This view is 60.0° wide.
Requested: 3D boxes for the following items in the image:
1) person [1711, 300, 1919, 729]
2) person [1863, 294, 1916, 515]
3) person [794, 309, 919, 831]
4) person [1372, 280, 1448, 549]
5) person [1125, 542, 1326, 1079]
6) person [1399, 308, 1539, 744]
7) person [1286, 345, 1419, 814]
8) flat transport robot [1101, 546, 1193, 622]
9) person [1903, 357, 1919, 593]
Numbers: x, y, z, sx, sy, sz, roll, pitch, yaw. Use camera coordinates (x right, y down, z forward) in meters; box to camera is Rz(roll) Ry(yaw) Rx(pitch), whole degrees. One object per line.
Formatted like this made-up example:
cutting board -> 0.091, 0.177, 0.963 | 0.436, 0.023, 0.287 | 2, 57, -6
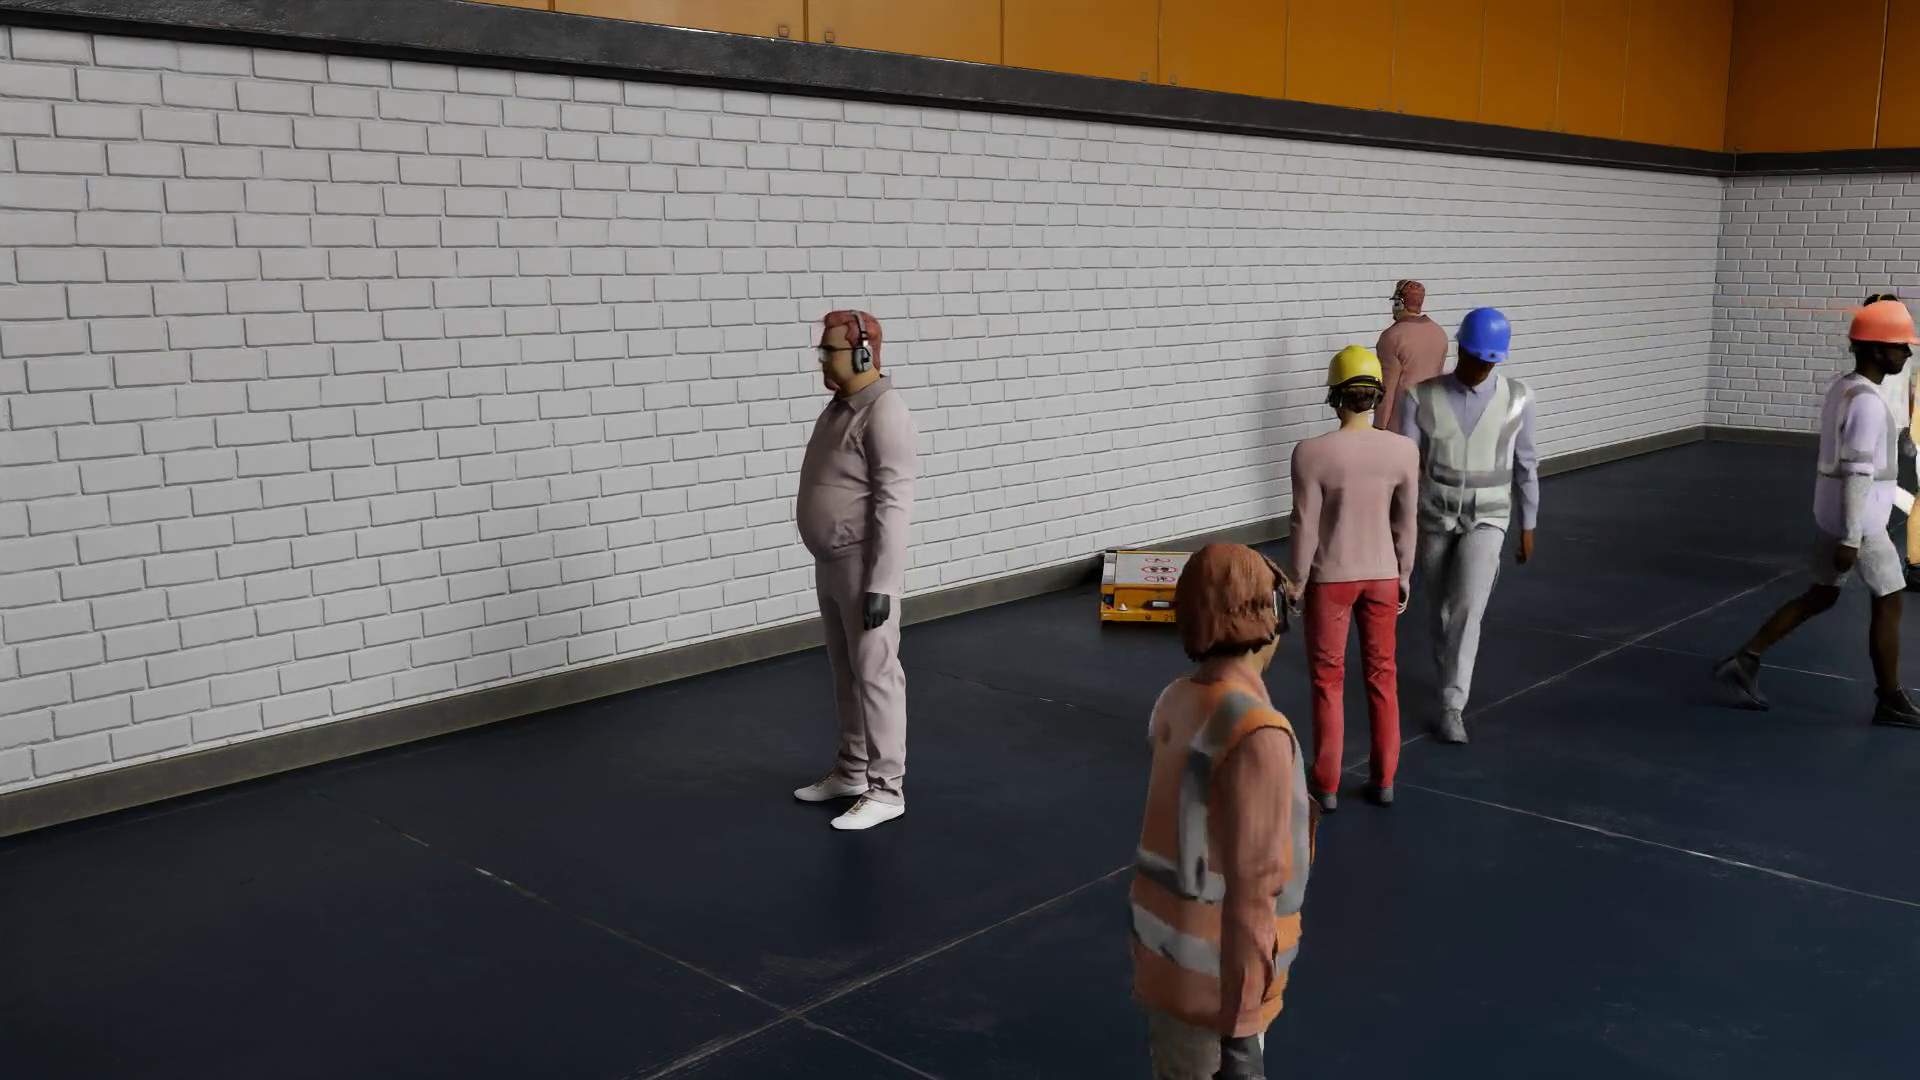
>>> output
person -> 3.927, -0.111, 7.410 | 0.910, 1.909, 0.544 | 2, 10, 14
person -> 6.389, -0.763, 11.363 | 0.482, 1.826, 0.873 | -8, 13, -38
person -> -0.400, 0.107, 6.156 | 0.409, 1.908, 0.639 | -5, 11, -24
person -> 3.095, -0.857, 11.642 | 0.642, 1.908, 0.410 | -7, 12, -36
person -> 0.463, 0.822, 2.932 | 0.328, 1.608, 0.635 | -1, 10, -6
person -> 2.254, -0.100, 7.445 | 0.632, 1.878, 0.994 | 4, 11, 19
person -> 1.466, 0.152, 6.301 | 0.533, 1.767, 0.326 | -3, 10, -14
flat transport robot -> 1.184, 0.255, 9.965 | 0.652, 0.197, 1.431 | 1, 10, 6
person -> 6.073, -0.633, 10.277 | 0.359, 1.939, 0.542 | 6, 11, 29
